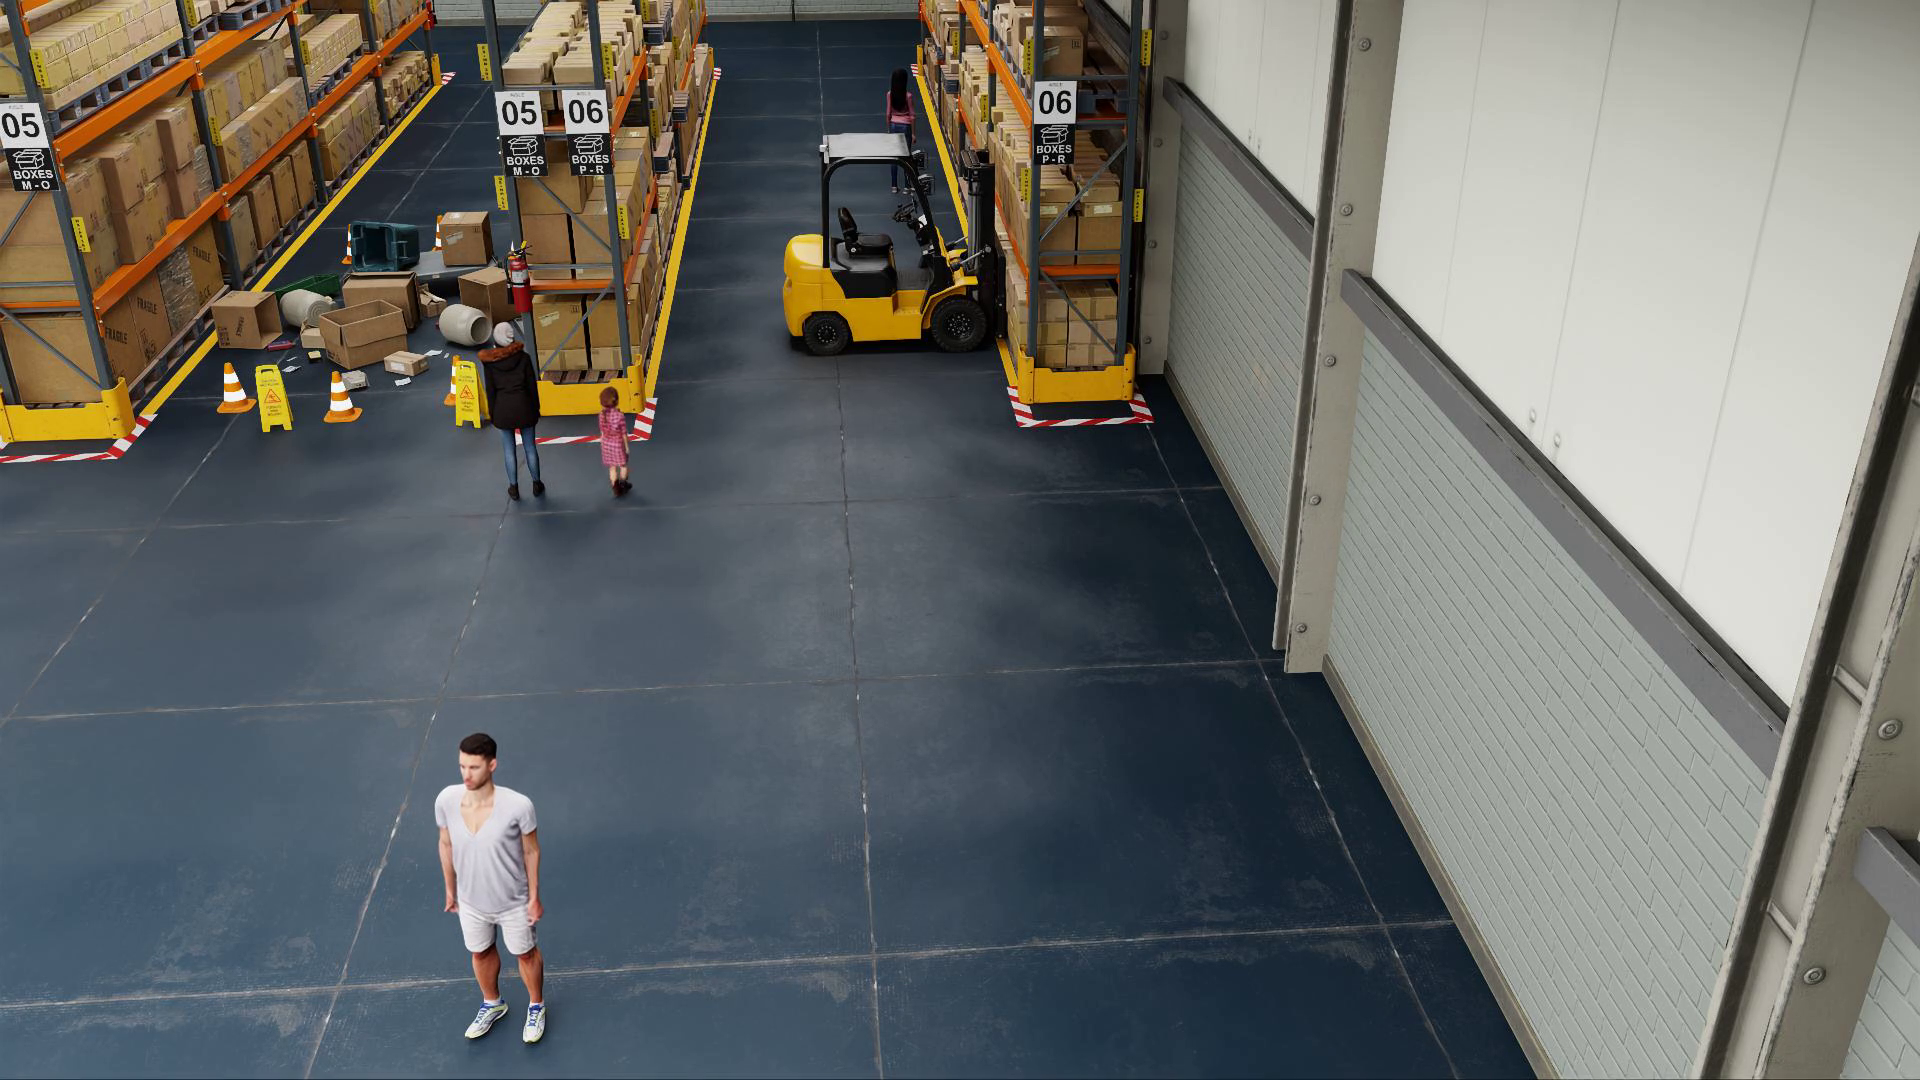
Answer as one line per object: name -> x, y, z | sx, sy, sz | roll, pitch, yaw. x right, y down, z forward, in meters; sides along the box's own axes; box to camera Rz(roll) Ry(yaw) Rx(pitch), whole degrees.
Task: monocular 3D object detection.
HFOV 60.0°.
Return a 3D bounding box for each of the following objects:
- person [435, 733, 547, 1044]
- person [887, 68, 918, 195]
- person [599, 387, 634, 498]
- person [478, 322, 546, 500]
person -> -2.420, 1.802, 8.663 | 0.725, 1.855, 0.645 | 3, 27, 6
person -> -0.847, -5.792, 23.535 | 0.646, 1.742, 0.627 | 9, 29, 18
person -> -3.082, -0.855, 14.738 | 0.503, 1.017, 0.541 | 7, 28, 13
person -> -3.921, -1.147, 14.632 | 0.683, 1.634, 0.680 | -8, 28, -16
